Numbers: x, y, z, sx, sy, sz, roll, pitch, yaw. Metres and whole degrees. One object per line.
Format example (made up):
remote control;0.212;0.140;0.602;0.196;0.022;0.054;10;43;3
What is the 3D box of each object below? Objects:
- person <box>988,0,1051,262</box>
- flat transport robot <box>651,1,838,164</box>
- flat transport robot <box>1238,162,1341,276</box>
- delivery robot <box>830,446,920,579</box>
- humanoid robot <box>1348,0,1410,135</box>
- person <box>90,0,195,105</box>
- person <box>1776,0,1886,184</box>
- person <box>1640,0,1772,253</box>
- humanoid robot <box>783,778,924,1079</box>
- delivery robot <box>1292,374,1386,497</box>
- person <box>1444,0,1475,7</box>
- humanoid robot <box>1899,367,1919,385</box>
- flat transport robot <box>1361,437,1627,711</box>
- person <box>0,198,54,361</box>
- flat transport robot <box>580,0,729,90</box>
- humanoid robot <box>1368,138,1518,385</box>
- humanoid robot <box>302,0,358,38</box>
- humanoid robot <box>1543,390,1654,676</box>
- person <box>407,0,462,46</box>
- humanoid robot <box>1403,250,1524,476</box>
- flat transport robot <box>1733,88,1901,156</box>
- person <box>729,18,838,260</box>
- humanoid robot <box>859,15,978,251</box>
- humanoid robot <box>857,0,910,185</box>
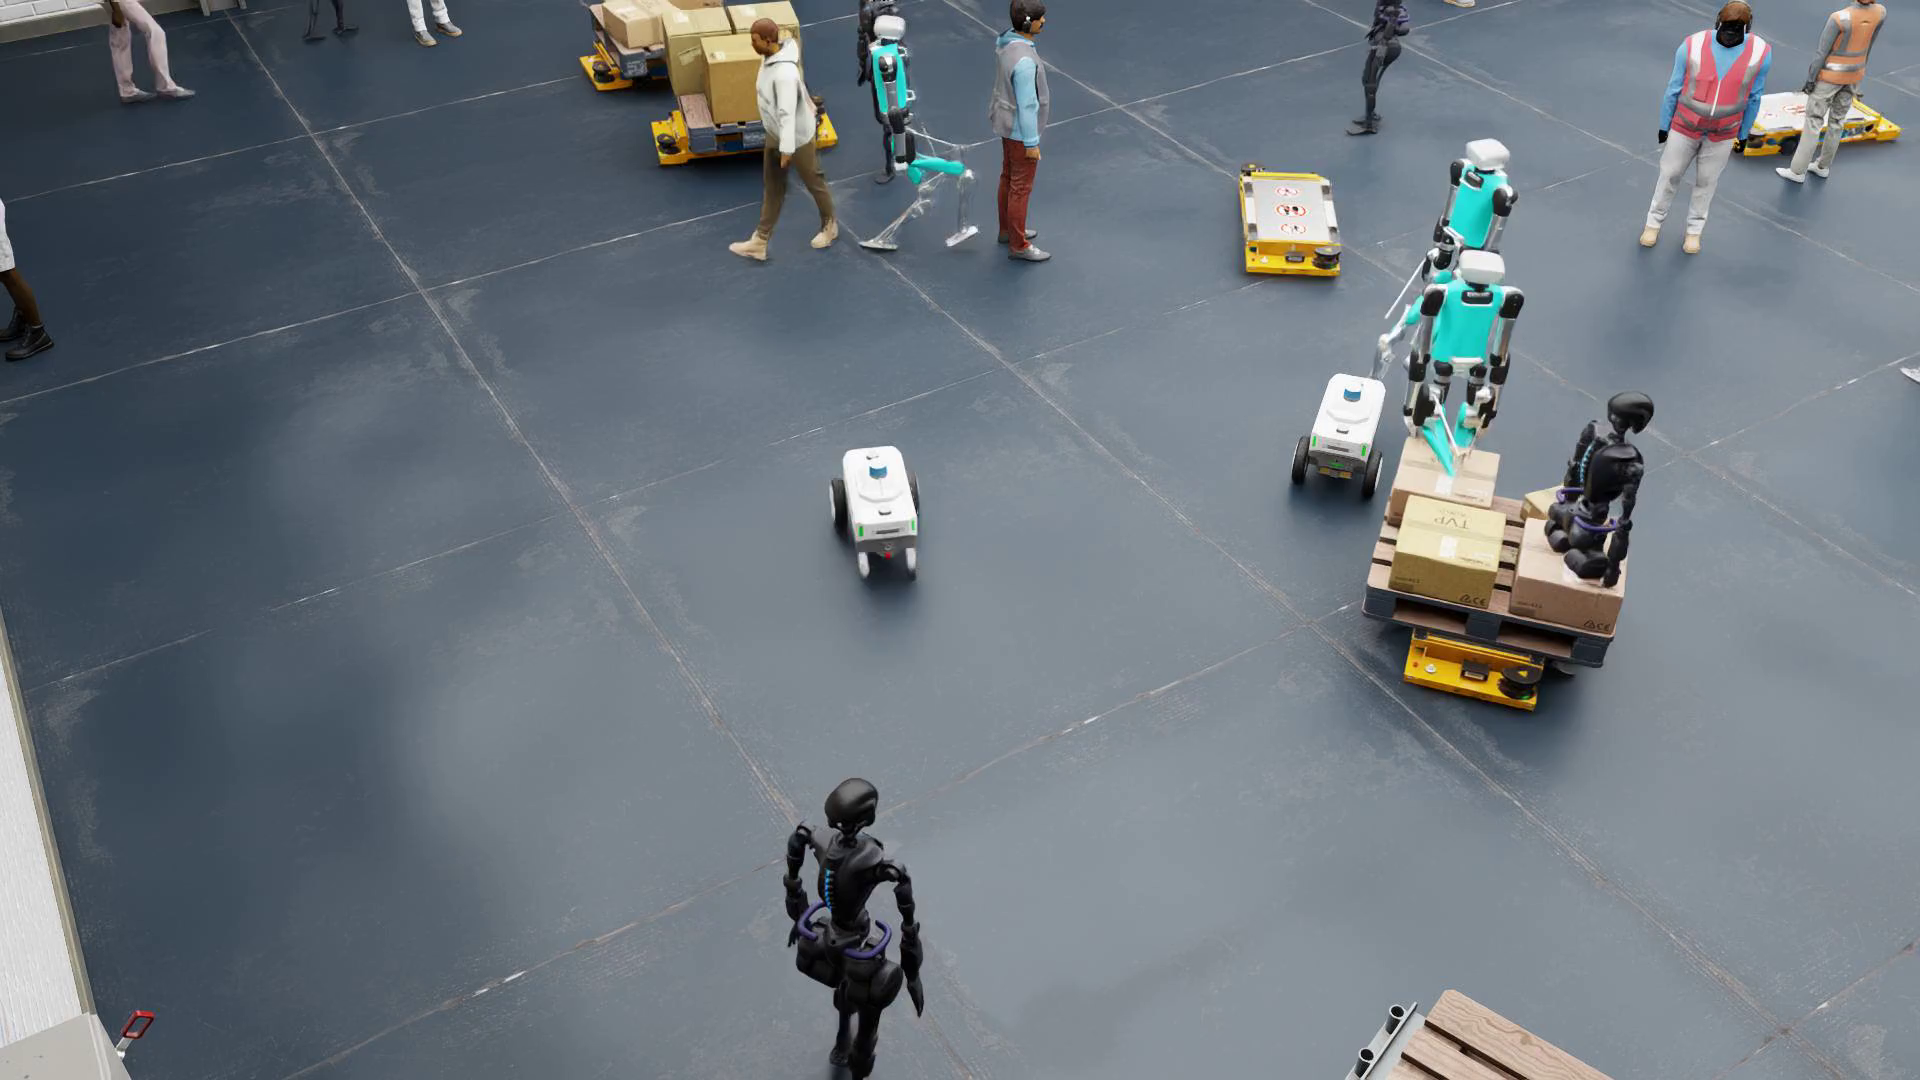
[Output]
person;0.414;-2.860;11.604;0.410;1.880;0.529;-8;39;-10
flat transport robot;-1.757;-3.338;13.503;1.431;0.231;0.659;-9;39;-11
flat transport robot;2.421;-2.376;12.290;0.659;0.231;1.431;3;39;4
delivery robot;-0.455;-0.201;9.329;0.499;0.612;0.796;-6;39;-8
humanoid robot;3.381;-4.043;13.258;0.344;1.650;0.585;2;38;2
person;-6.851;-4.500;13.718;0.708;1.816;0.586;-23;44;-26
person;6.643;-3.505;12.618;0.506;1.629;0.314;-11;40;-13
person;5.231;-2.894;11.691;0.628;1.836;0.431;13;40;15
humanoid robot;-0.405;1.535;6.220;0.611;1.642;0.442;18;42;21
delivery robot;2.290;-0.640;9.884;0.499;0.614;0.808;13;40;15
person;4.836;-5.975;15.532;0.356;1.884;0.574;16;41;19
humanoid robot;6.400;-1.673;10.208;0.615;1.768;0.780;23;44;26
flat transport robot;2.808;0.320;8.888;0.659;0.231;1.431;13;40;15
person;-6.248;-2.049;10.538;0.363;1.934;0.542;-25;45;-28
flat transport robot;-2.581;-4.271;14.681;1.431;0.231;0.659;-15;41;-18
humanoid robot;2.753;-1.498;10.040;0.912;1.797;0.545;-14;40;-17
humanoid robot;-5.819;-5.305;14.877;0.500;1.652;0.610;-30;47;-32
humanoid robot;3.051;-0.029;8.211;0.395;1.649;0.598;-7;39;-9
person;-4.823;-5.374;14.773;0.345;1.881;0.583;26;45;29
humanoid robot;2.680;-0.629;8.920;0.552;1.733;1.064;0;38;0
flat transport robot;6.880;-3.425;13.613;1.431;0.231;0.659;-9;39;-11
person;-1.261;-2.781;11.629;0.902;1.703;0.585;-22;43;-25
humanoid robot;-0.190;-2.810;11.696;1.037;1.778;0.544;-4;39;-5
humanoid robot;-0.527;-3.610;12.739;0.601;1.648;0.602;-27;46;-30
